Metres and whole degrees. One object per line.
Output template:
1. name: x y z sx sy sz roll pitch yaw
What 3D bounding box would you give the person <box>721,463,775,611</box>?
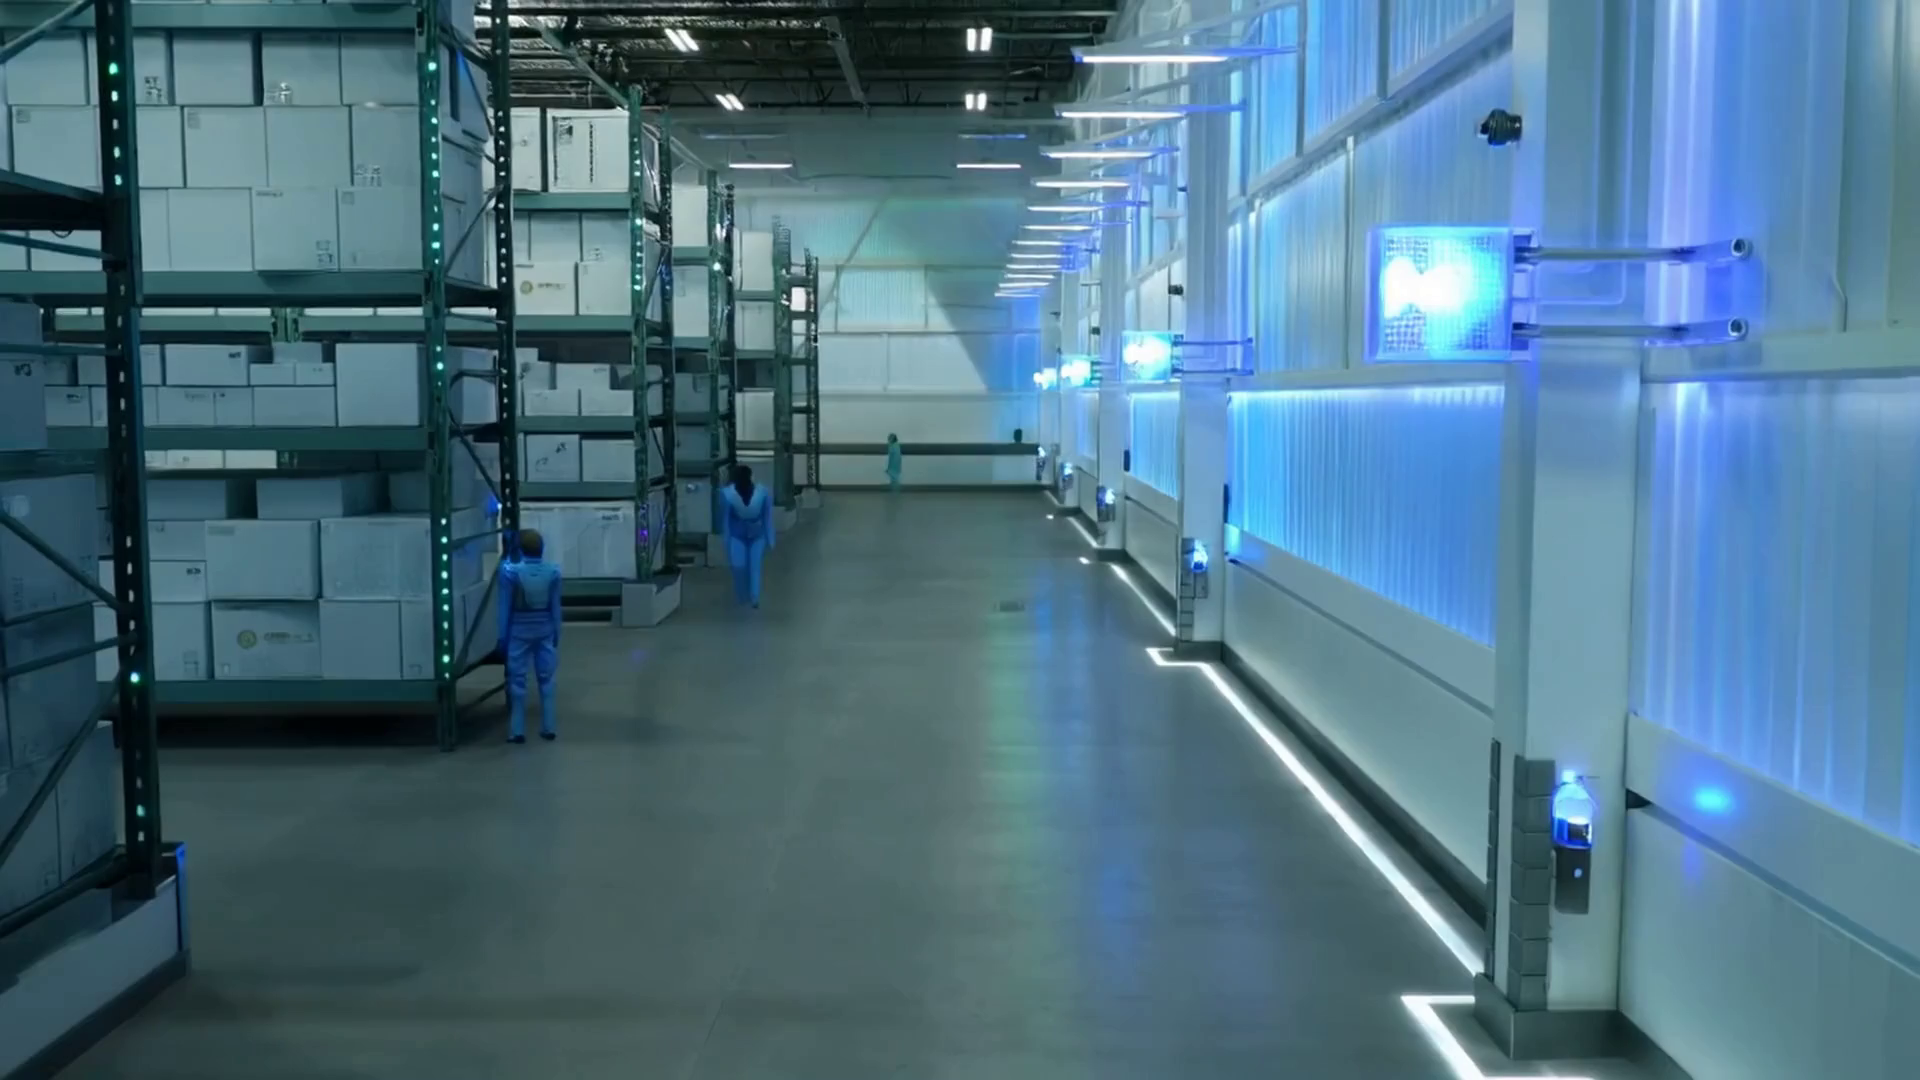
1. person: -2.595 -0.024 20.347 0.641 1.820 0.546 -1 5 -12

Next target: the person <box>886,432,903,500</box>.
1. person: -1.691 -1.863 42.203 0.397 1.732 0.583 2 5 23

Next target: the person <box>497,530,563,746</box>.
1. person: -3.237 0.735 12.553 0.519 1.631 0.315 -4 6 -39
